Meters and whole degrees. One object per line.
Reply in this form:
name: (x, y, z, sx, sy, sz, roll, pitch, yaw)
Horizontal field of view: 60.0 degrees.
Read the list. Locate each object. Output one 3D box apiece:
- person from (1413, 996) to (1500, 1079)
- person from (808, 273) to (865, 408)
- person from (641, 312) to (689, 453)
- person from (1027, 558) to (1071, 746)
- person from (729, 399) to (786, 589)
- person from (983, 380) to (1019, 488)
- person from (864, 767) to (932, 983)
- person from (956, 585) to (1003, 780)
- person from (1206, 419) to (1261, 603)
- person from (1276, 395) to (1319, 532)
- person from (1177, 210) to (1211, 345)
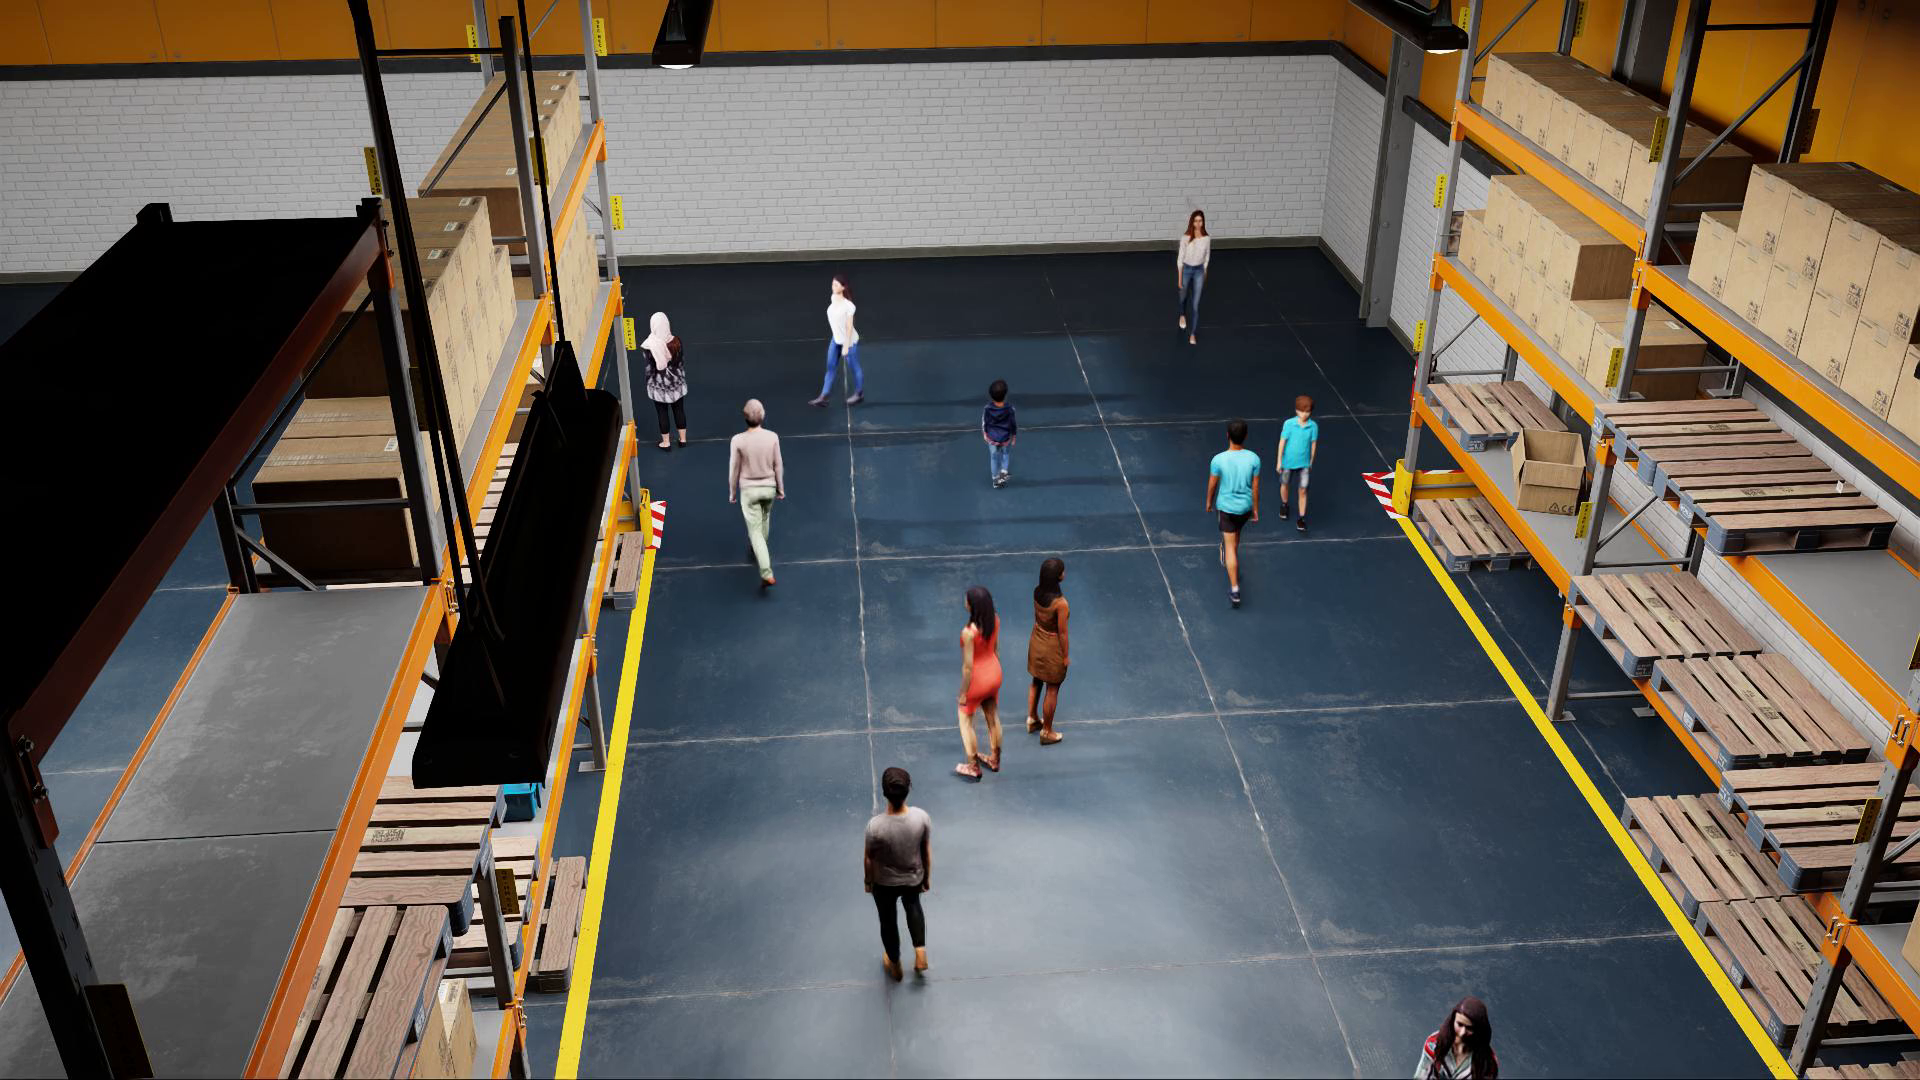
person: (2.794, 3.240, 9.484, 0.660, 1.611, 0.666, 13, 31, 23)
person: (-1.289, -2.348, 19.678, 0.992, 1.659, 1.004, -21, 35, -33)
person: (-3.295, -1.782, 18.661, 0.726, 1.637, 0.741, -14, 32, -24)
person: (0.733, 0.903, 13.691, 0.698, 1.683, 0.589, -17, 33, -28)
person: (-1.921, -0.412, 15.929, 0.967, 1.850, 1.317, -12, 31, -21)
person: (0.412, -1.123, 17.894, 0.596, 1.216, 0.628, 5, 29, 9)
person: (-0.399, 2.292, 11.117, 0.683, 1.712, 0.731, -10, 30, -17)
person: (0.184, 1.143, 13.224, 0.741, 1.709, 0.673, 24, 36, 36)
person: (2.600, -0.233, 15.731, 0.639, 1.726, 1.157, -1, 29, -2)
person: (3.462, -0.856, 17.192, 0.676, 1.419, 0.936, 5, 29, 9)
person: (3.001, -3.474, 21.714, 0.708, 1.685, 1.202, 1, 29, 3)
